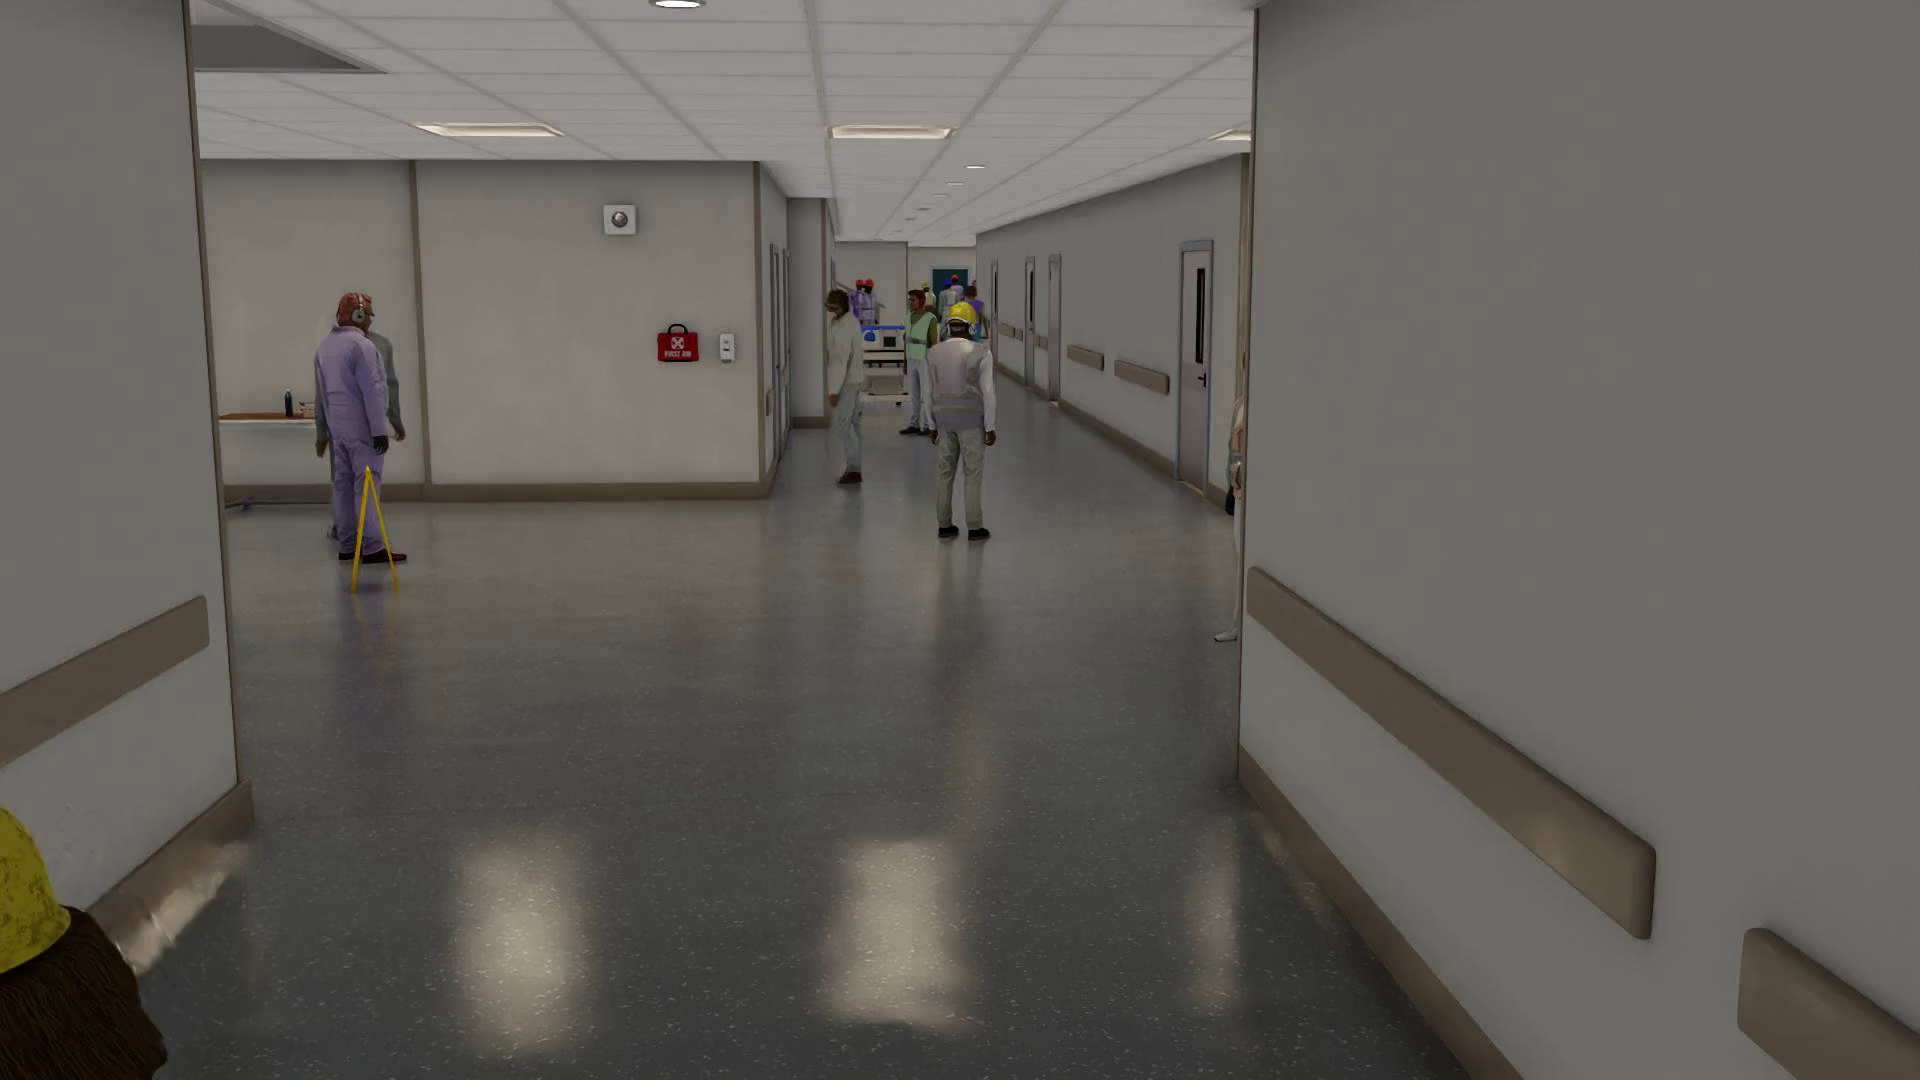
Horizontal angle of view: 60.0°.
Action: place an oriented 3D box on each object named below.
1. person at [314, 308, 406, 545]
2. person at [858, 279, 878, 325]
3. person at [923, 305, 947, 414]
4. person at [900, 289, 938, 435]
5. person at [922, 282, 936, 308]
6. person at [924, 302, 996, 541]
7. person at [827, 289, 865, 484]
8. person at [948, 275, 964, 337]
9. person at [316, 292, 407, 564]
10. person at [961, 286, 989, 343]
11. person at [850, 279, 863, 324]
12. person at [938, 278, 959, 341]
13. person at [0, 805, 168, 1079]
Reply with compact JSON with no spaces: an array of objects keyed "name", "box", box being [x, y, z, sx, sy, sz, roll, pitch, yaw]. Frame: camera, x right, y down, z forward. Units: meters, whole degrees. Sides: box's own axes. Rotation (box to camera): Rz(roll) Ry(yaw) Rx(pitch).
[{"name":"person","box":[-4.488,-0.841,12.253,0.924,1.871,0.682,5,10,29]},{"name":"person","box":[-2.278,-5.546,41.509,0.547,1.934,0.375,-8,12,-39]},{"name":"person","box":[-0.434,-2.556,23.778,0.519,1.603,0.827,-3,10,-21]},{"name":"person","box":[-0.502,-2.253,21.111,0.373,1.843,0.571,-8,12,-43]},{"name":"person","box":[-0.962,-6.407,47.246,0.597,1.828,0.403,-6,11,-33]},{"name":"person","box":[0.013,-0.904,12.731,0.590,1.824,0.403,5,10,28]},{"name":"person","box":[-1.108,-1.507,16.302,0.350,1.902,0.741,1,9,4]},{"name":"person","box":[-0.175,-7.631,54.265,0.615,2.039,0.382,-6,11,-35]},{"name":"person","box":[-4.226,-0.786,11.736,0.639,1.902,0.407,7,12,39]},{"name":"person","box":[0.257,-4.014,32.292,0.580,1.802,0.901,3,9,17]},{"name":"person","box":[-2.695,-6.019,44.577,0.568,1.897,0.912,-2,9,-13]},{"name":"person","box":[-0.313,-6.183,45.528,0.600,1.938,0.422,-6,11,-32]},{"name":"person","box":[-0.722,0.991,1.225,0.495,1.683,0.908,6,11,35]}]
